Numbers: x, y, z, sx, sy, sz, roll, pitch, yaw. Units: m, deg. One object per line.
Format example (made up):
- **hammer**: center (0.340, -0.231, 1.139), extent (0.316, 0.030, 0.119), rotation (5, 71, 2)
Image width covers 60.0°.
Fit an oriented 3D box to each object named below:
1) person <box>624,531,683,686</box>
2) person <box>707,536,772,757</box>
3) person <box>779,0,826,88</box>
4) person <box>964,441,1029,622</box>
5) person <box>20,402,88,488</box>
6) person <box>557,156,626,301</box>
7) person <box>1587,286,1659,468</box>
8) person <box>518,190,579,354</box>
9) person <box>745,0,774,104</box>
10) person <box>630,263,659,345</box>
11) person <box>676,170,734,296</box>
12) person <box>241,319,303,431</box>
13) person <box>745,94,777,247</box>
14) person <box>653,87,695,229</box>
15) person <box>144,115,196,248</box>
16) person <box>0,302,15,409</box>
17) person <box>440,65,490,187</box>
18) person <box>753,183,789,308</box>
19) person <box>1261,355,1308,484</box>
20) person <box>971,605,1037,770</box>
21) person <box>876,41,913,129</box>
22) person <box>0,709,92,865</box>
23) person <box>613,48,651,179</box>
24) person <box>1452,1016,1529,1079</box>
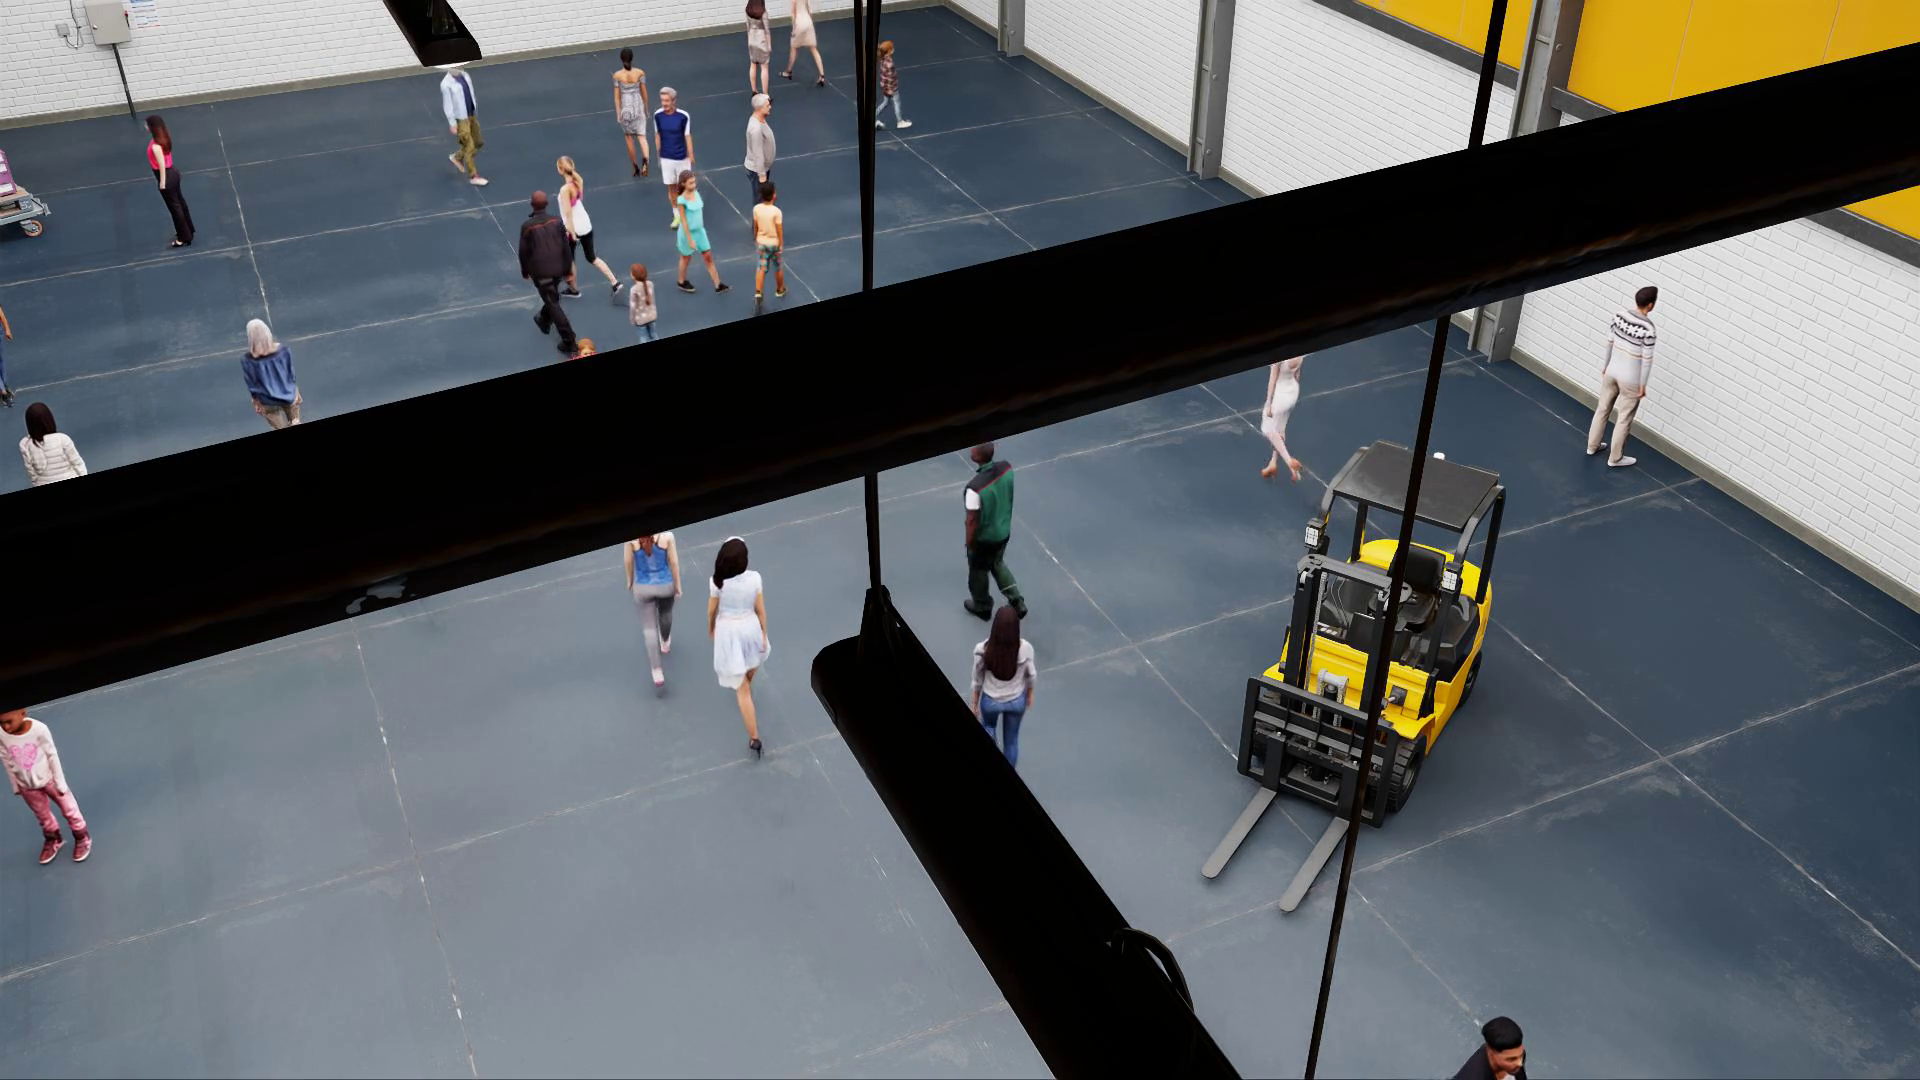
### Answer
- **person**: center (-2.459, 0.432, 13.365), extent (0.738, 1.579, 1.095), rotation (-7, 34, -11)
- **person**: center (-1.651, 0.845, 12.581), extent (0.762, 1.759, 1.218), rotation (-9, 35, -13)
- **person**: center (-2.380, -7.861, 25.666), extent (1.191, 1.773, 0.999), rotation (25, 41, 33)
- **person**: center (0.301, -0.022, 13.831), extent (0.888, 1.819, 1.037), rotation (-29, 43, -36)
- **person**: center (-7.927, -0.477, 14.678), extent (0.660, 1.638, 0.615), rotation (-7, 34, -11)
- **person**: center (-4.324, -3.571, 19.225), extent (1.143, 1.759, 1.032), rotation (14, 36, 20)
- **person**: center (6.464, -1.608, 16.179), extent (0.741, 1.861, 0.508), rotation (-16, 37, -23)
- **person**: center (-4.464, -2.885, 18.171), extent (0.919, 1.782, 1.278), rotation (-25, 41, -33)
- **person**: center (-3.040, -7.476, 25.113), extent (0.624, 1.744, 0.721), rotation (19, 38, 26)
- **person**: center (-3.413, -2.443, 18.039), extent (0.535, 1.194, 0.550), rotation (-29, 43, -36)
- **person**: center (-3.205, -3.582, 19.459), extent (1.071, 1.517, 0.867), rotation (22, 39, 29)
- **person**: center (-6.480, -1.303, 15.880), extent (0.678, 1.685, 0.705), rotation (-22, 39, -29)
- **person**: center (-2.493, -4.595, 20.634), extent (0.873, 1.905, 0.739), rotation (1, 34, 1)
- **person**: center (-3.600, -4.905, 21.169), extent (0.881, 1.828, 0.972), rotation (6, 34, 9)
- **person**: center (-9.858, -4.486, 20.697), extent (0.689, 1.653, 0.539), rotation (-6, 34, -8)
- **person**: center (-10.192, -2.214, 17.330), extent (0.751, 1.596, 0.894), rotation (-29, 43, -36)
- **person**: center (-6.729, -5.663, 22.335), extent (1.049, 1.800, 0.979), rotation (14, 36, 19)
- **person**: center (-2.239, -3.404, 19.260), extent (0.874, 1.443, 0.993), rotation (7, 34, 10)
- **person**: center (3.104, -1.265, 15.737), extent (0.624, 1.779, 0.832), rotation (-19, 38, -26)
- **person**: center (0.324, 1.230, 12.131), extent (0.718, 1.616, 0.714), rotation (-2, 34, -3)
- **person**: center (-1.083, -6.617, 24.230), extent (0.646, 1.292, 0.788), rotation (-11, 35, -16)
- **person**: center (-6.463, 1.642, 11.661), extent (0.586, 1.449, 0.575), rotation (-4, 34, -6)
- **person**: center (-4.372, -5.666, 22.337), extent (0.646, 1.803, 0.971), rotation (-11, 35, -16)
- **person**: center (2.767, 3.176, 9.040), extent (0.856, 1.797, 1.020), rotation (-26, 42, -34)
